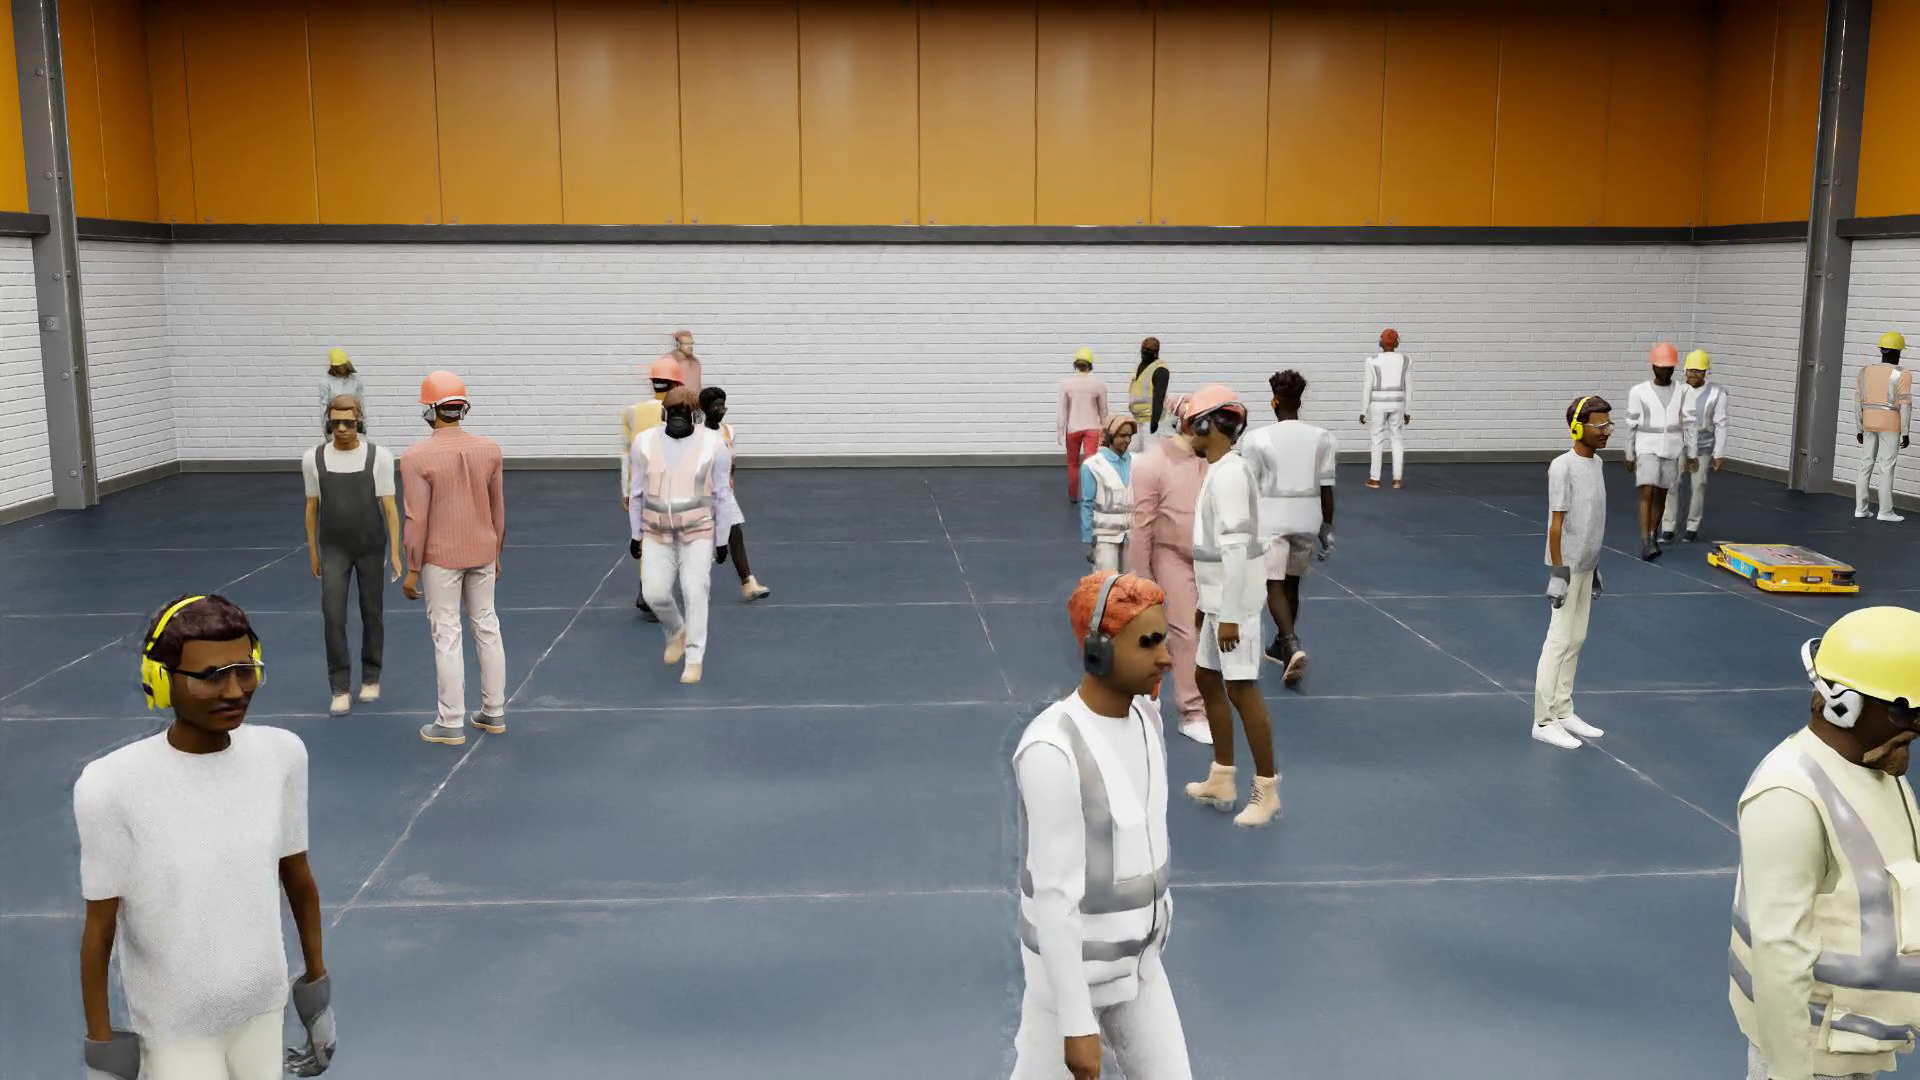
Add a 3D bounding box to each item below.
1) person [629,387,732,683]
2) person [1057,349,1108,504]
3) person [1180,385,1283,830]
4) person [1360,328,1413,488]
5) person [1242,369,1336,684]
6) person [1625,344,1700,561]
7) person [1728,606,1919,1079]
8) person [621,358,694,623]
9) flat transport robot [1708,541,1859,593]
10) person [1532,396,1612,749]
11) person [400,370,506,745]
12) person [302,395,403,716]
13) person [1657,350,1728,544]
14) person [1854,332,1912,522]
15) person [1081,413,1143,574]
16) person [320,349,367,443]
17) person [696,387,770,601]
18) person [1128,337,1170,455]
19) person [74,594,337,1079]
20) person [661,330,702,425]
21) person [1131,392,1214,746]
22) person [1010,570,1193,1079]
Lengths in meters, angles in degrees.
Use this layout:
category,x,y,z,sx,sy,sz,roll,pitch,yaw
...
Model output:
category,x,y,z,sx,sy,sz,roll,pitch,yaw
person,-1.715,-0.036,10.256,0.647,1.824,0.475,1,9,4
person,1.316,-1.175,17.763,0.533,1.710,0.931,1,9,8
person,1.260,0.299,7.665,0.505,1.992,0.682,1,9,3
person,5.006,-1.539,19.516,0.583,1.883,0.347,-1,9,-3
person,2.046,-0.094,10.337,0.608,1.931,0.933,-1,9,-9
person,6.168,-0.757,14.587,0.568,1.891,0.957,1,9,7
person,1.866,1.033,3.555,0.403,1.822,0.589,8,12,43
person,-2.184,-0.361,12.093,0.570,1.898,0.561,3,10,20
flat transport robot,6.695,0.210,13.577,0.652,0.197,1.431,1,9,5
person,3.294,0.162,8.879,0.310,1.869,0.532,8,12,42
person,-2.711,0.094,8.910,0.386,1.996,0.610,8,12,39
person,-3.468,0.083,9.520,0.532,1.815,0.752,-3,9,-15
person,6.735,-0.843,15.370,0.616,1.803,0.765,7,11,36
person,9.401,-1.150,16.935,0.370,1.927,0.588,-5,10,-27
person,0.995,-0.003,10.683,0.523,1.627,0.595,-4,10,-25
person,-6.793,-1.260,18.369,0.515,1.688,0.924,-6,11,-32
person,-1.823,-0.324,12.579,0.531,1.653,0.866,-9,13,-44
person,2.121,-1.396,18.869,0.435,1.807,0.681,-4,10,-22
person,-1.584,1.022,3.512,0.436,1.858,0.552,6,11,35
person,-3.283,-1.504,19.299,0.627,1.883,0.676,7,11,36
person,1.204,0.119,9.119,0.645,1.882,0.864,-6,11,-31
person,0.249,0.972,3.888,0.941,1.847,0.578,7,11,36
